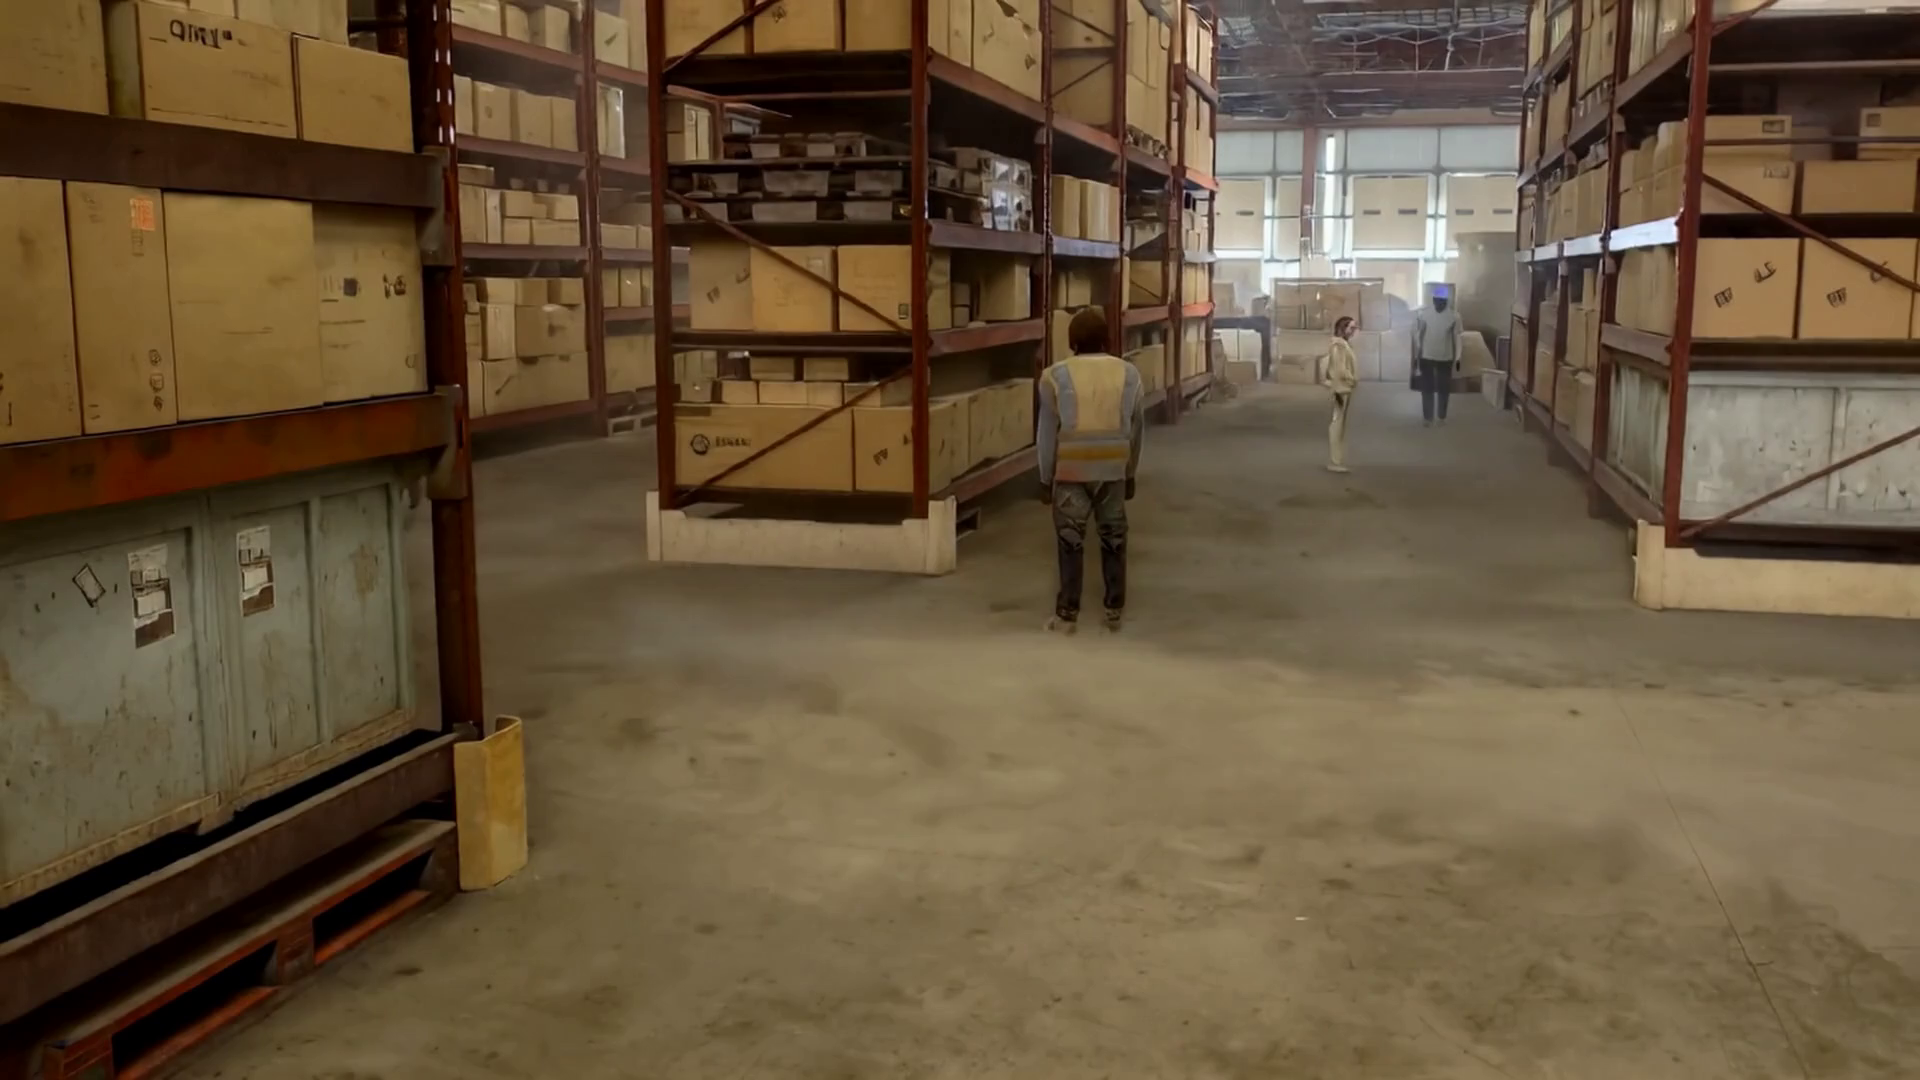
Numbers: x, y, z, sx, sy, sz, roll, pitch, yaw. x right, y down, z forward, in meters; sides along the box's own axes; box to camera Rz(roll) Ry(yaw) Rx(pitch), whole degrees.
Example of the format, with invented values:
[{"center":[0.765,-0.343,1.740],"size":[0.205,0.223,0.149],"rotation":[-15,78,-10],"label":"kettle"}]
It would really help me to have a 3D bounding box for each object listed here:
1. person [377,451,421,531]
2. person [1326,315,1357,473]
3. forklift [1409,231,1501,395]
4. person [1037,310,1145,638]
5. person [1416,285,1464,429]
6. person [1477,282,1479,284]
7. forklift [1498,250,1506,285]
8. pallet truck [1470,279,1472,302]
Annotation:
[{"center":[-4.561,-1.058,13.158],"size":[0.395,2.040,0.609],"rotation":[7,11,39],"label":"person"},{"center":[3.993,-1.531,17.431],"size":[0.308,1.639,0.510],"rotation":[3,9,16],"label":"person"},{"center":[8.928,-3.957,28.909],"size":[1.873,2.768,1.129],"rotation":[-2,9,-15],"label":"forklift"},{"center":[0.720,-0.366,9.389],"size":[0.627,1.844,0.429],"rotation":[-2,9,-15],"label":"person"},{"center":[6.532,-2.495,22.645],"size":[0.619,1.940,1.056],"rotation":[3,9,17],"label":"person"},{"center":[19.205,-8.610,61.607],"size":[0.986,1.901,0.564],"rotation":[6,11,35],"label":"person"},{"center":[15.915,-6.937,47.846],"size":[1.129,2.768,1.873],"rotation":[1,9,8],"label":"forklift"},{"center":[18.896,-8.459,60.307],"size":[1.885,1.965,0.823],"rotation":[5,10,31],"label":"pallet truck"}]
